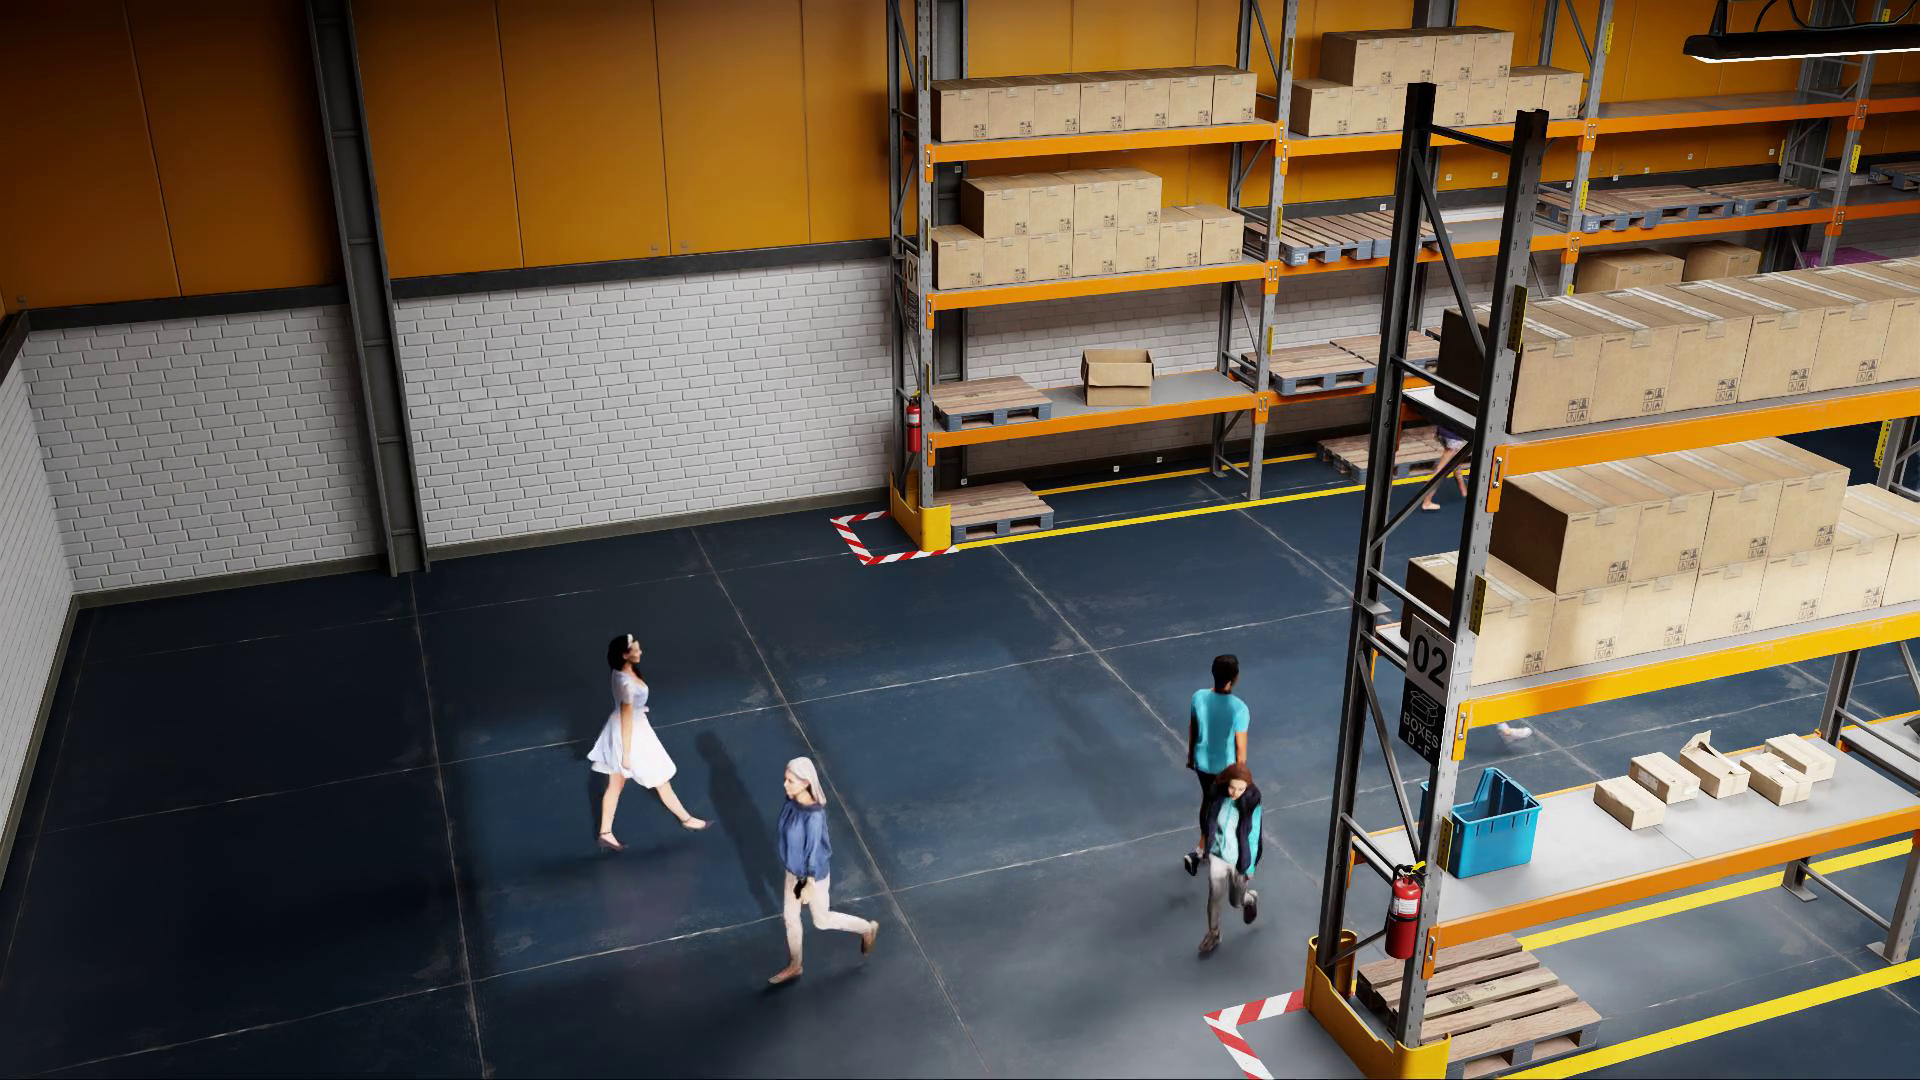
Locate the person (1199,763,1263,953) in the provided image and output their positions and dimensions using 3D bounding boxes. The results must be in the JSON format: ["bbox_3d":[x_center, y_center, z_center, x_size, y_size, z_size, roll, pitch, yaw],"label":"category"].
[{"bbox_3d":[1.907,2.138,11.439,0.800,1.488,0.894,19,30,37],"label":"person"}]

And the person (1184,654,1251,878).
[{"bbox_3d":[1.829,1.690,12.137,0.937,1.751,1.069,16,28,32],"label":"person"}]

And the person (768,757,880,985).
[{"bbox_3d":[-0.932,2.193,11.078,1.080,1.677,0.765,-14,27,-28],"label":"person"}]

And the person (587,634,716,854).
[{"bbox_3d":[-2.548,1.560,12.402,1.108,1.777,0.647,-8,25,-17],"label":"person"}]
